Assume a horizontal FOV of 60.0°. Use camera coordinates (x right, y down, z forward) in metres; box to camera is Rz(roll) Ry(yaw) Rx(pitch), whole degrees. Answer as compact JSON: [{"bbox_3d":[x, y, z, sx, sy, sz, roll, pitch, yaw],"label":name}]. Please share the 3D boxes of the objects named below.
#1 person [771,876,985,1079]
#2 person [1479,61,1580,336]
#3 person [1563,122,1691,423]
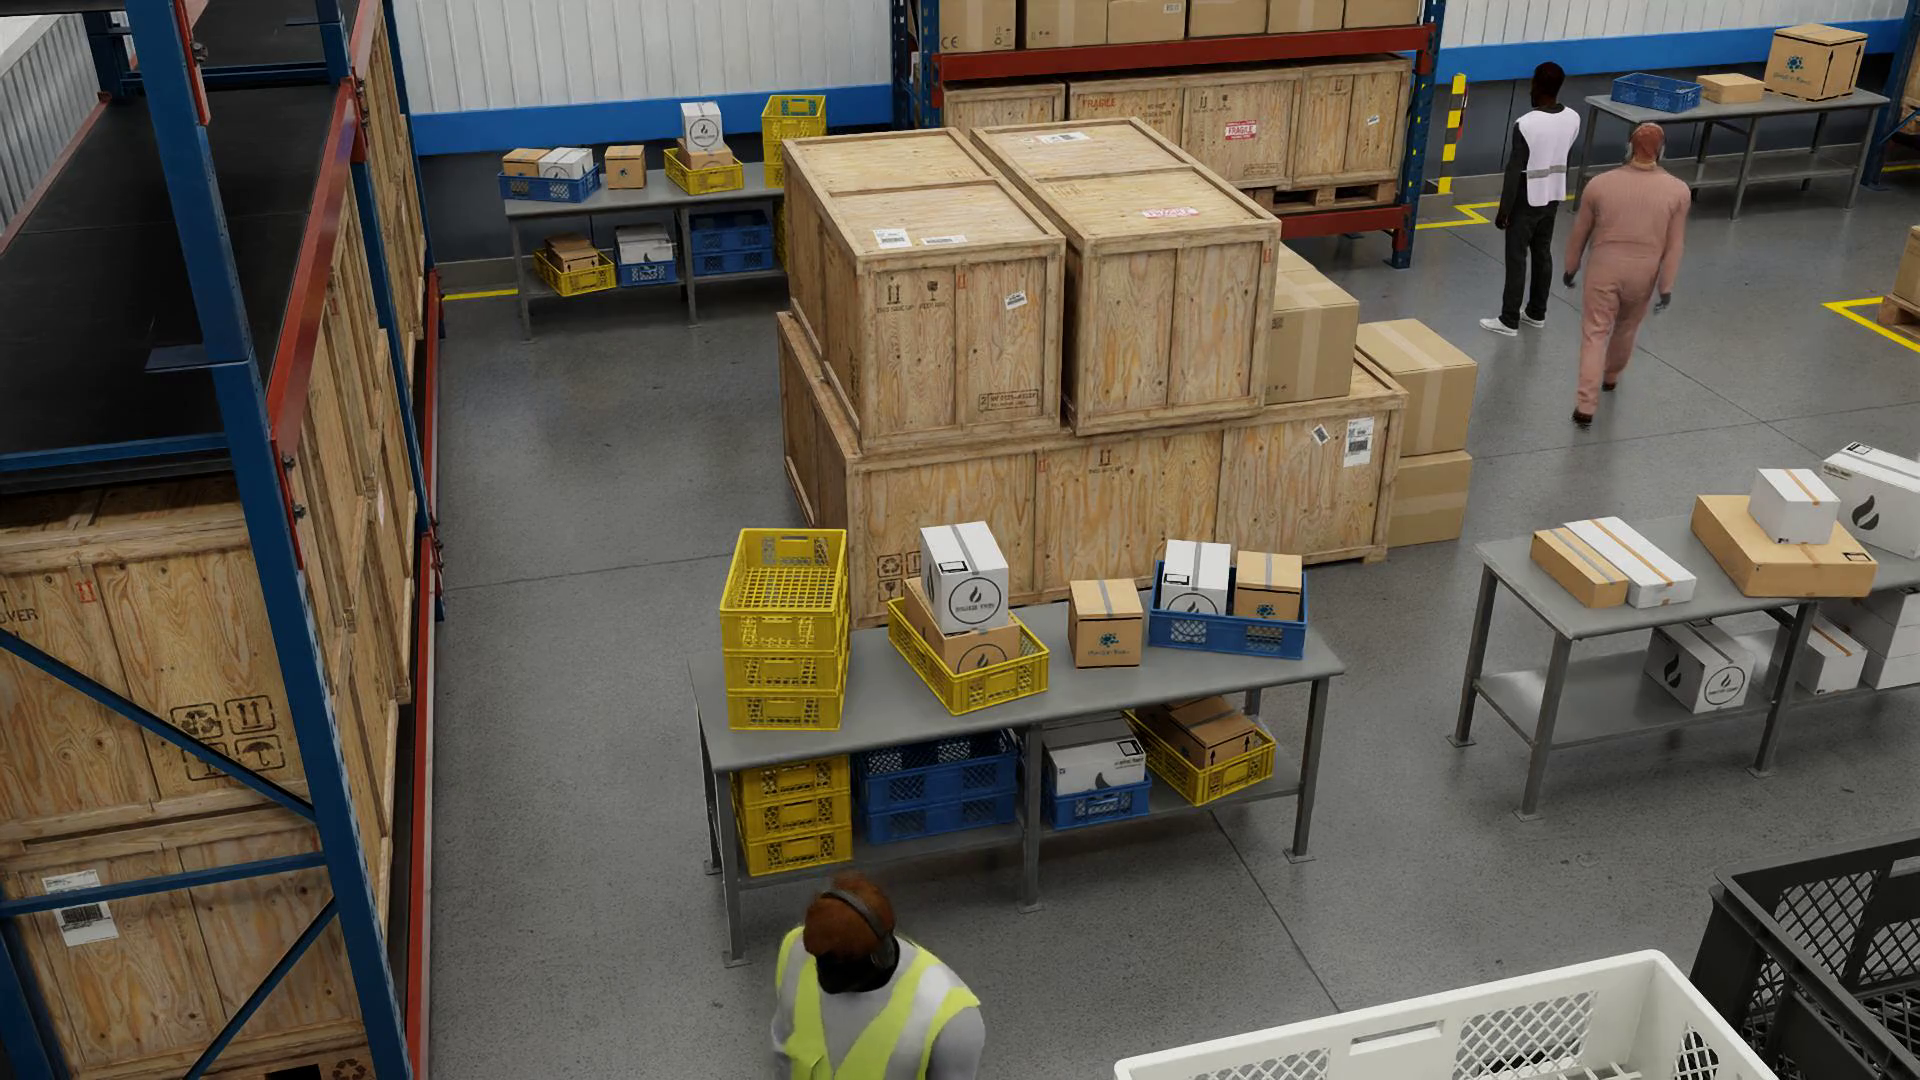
[{"bbox_3d":[-0.255,1.645,4.508,0.641,1.826,0.455,17,33,28],"label":"person"},{"bbox_3d":[4.062,-2.396,11.758,0.585,1.910,0.388,-17,33,-28],"label":"person"},{"bbox_3d":[4.189,-1.706,10.564,0.663,1.854,1.028,9,30,15],"label":"person"}]
